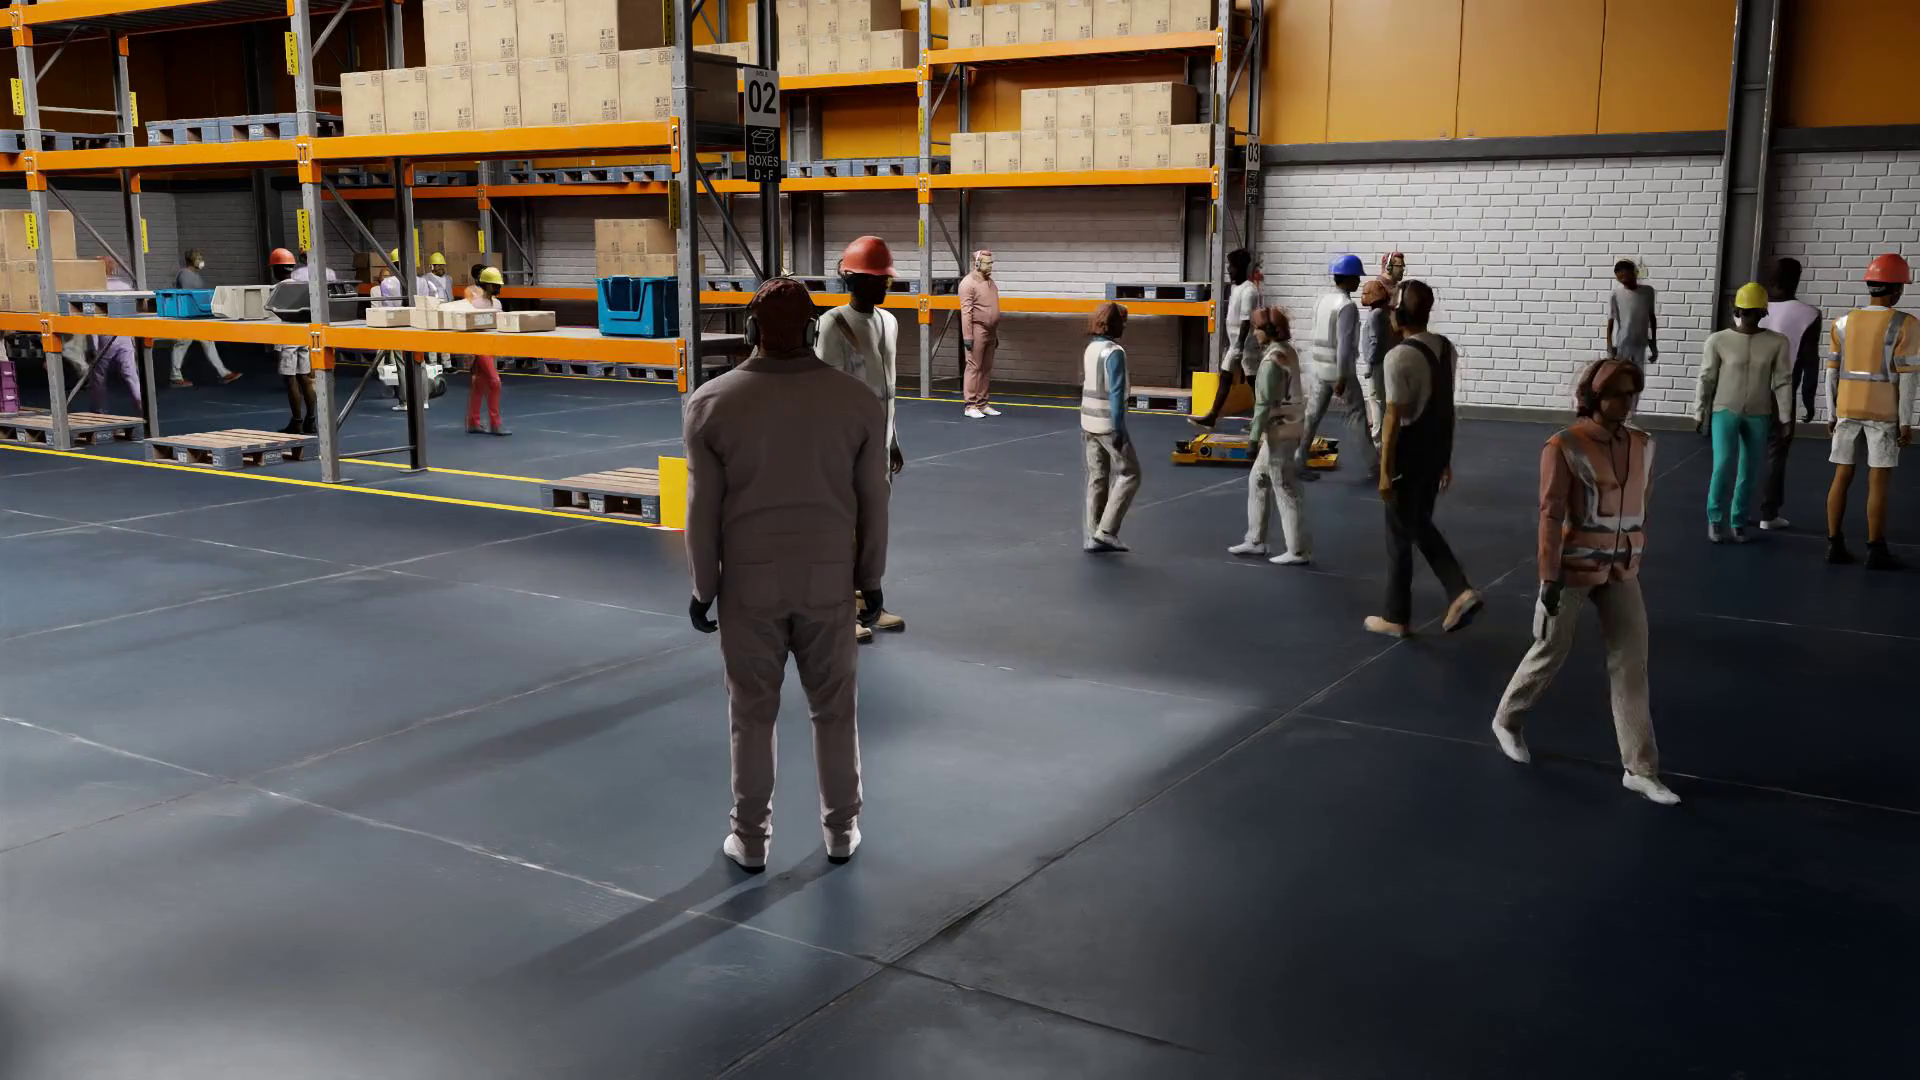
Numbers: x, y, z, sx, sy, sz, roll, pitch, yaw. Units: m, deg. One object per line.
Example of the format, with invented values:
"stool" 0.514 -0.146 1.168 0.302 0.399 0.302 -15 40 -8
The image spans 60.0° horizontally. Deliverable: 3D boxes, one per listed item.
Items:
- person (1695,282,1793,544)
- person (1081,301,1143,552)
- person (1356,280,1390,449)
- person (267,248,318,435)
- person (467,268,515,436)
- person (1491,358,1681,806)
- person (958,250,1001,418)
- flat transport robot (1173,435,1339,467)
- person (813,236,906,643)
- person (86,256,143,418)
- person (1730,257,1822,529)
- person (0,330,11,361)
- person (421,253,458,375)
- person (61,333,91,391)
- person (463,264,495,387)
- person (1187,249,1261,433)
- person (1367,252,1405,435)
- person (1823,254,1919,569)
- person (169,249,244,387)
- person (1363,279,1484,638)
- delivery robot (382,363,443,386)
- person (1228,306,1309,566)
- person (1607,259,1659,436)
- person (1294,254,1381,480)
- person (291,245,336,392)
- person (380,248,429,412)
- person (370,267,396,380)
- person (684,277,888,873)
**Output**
"person" 5.190 -0.826 11.028 0.556 1.746 0.501 2 10 11
"person" 0.964 -0.717 10.716 0.385 1.624 0.543 -3 11 -17
"person" 4.017 -1.697 16.163 0.282 1.631 0.503 4 11 22
"person" -6.956 -2.042 17.234 0.373 1.935 0.552 3 11 14
"person" -4.860 -1.943 17.253 0.720 1.731 0.535 2 10 9
"person" 2.341 0.117 6.205 0.530 1.602 0.825 -3 11 -18
"person" 0.255 -2.352 19.040 0.408 1.905 0.652 6 12 31
"flat transport robot" 2.690 -0.820 15.080 1.431 0.197 0.652 3 11 15
"person" -0.473 -0.509 8.449 0.396 2.038 0.614 6 12 32
"person" -9.220 -2.155 18.102 1.005 1.861 0.662 6 12 31
"person" 5.721 -1.028 11.725 0.437 1.902 0.602 -9 14 -42
"person" -12.261 -2.738 20.929 0.613 1.995 0.390 0 10 3
"person" -7.815 -3.391 24.998 0.404 1.831 0.601 6 12 31
"person" -11.846 -2.873 22.223 0.444 1.806 0.601 -3 11 -14
"person" -6.574 -2.940 22.871 0.315 1.696 0.541 6 12 31
"person" 2.841 -2.051 17.319 0.961 1.917 0.635 -1 10 -4
"person" 4.329 -1.945 16.780 0.408 1.905 0.652 6 12 31
"person" 5.647 -0.792 10.303 0.379 1.937 0.547 -6 12 -32
"person" -10.499 -3.052 22.946 0.989 1.886 0.645 -1 10 -6
"person" 2.337 -0.387 8.365 0.539 1.832 0.538 -8 13 -36
"delivery robot" -7.017 -2.133 21.308 0.707 0.478 0.477 0 10 -1
"person" 1.893 -0.641 10.340 0.683 1.608 0.529 4 11 22
"person" 6.889 -1.974 17.180 0.652 1.833 0.382 -1 10 -6
"person" 3.219 -1.437 13.984 0.994 1.894 0.618 -2 11 -13
"person" -8.521 -2.938 21.972 0.615 2.022 0.727 -4 11 -22
"person" -6.577 -2.483 19.711 0.383 1.922 0.593 10 14 43
"person" -8.281 -3.132 24.114 0.502 1.631 0.285 -10 14 -43
"person" -0.556 0.118 5.346 0.651 1.907 0.409 -3 11 -14
